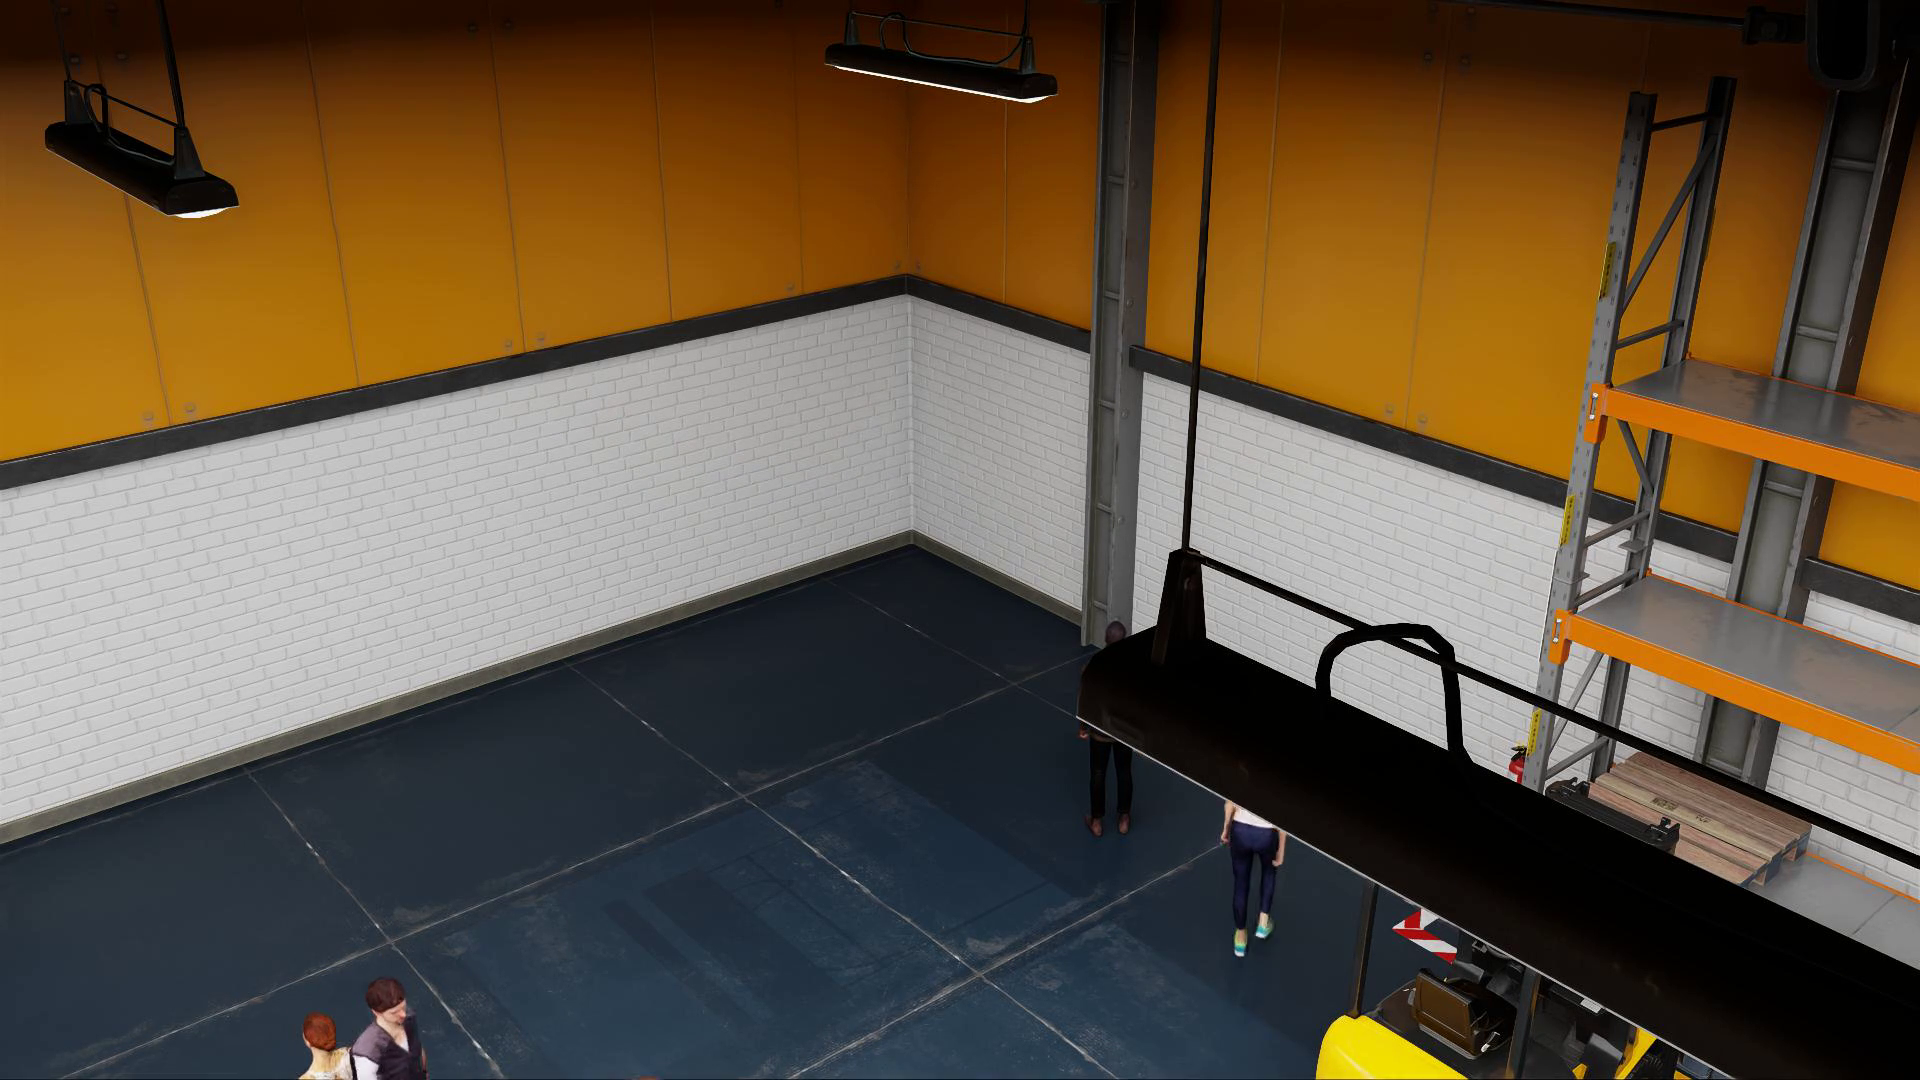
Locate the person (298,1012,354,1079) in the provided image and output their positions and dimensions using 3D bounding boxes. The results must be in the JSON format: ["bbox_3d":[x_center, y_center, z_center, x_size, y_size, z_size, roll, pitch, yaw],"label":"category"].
[{"bbox_3d":[-3.370,3.253,9.045,0.585,1.643,0.614,12,26,26],"label":"person"}]

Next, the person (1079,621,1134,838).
[{"bbox_3d":[1.184,1.459,12.908,0.778,1.836,0.787,-2,24,-5],"label":"person"}]

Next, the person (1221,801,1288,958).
[{"bbox_3d":[2.024,2.146,11.524,0.761,1.686,0.829,5,24,11],"label":"person"}]

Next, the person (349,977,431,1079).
[{"bbox_3d":[-3.167,3.143,9.104,1.253,1.798,1.164,2,24,4],"label":"person"}]
